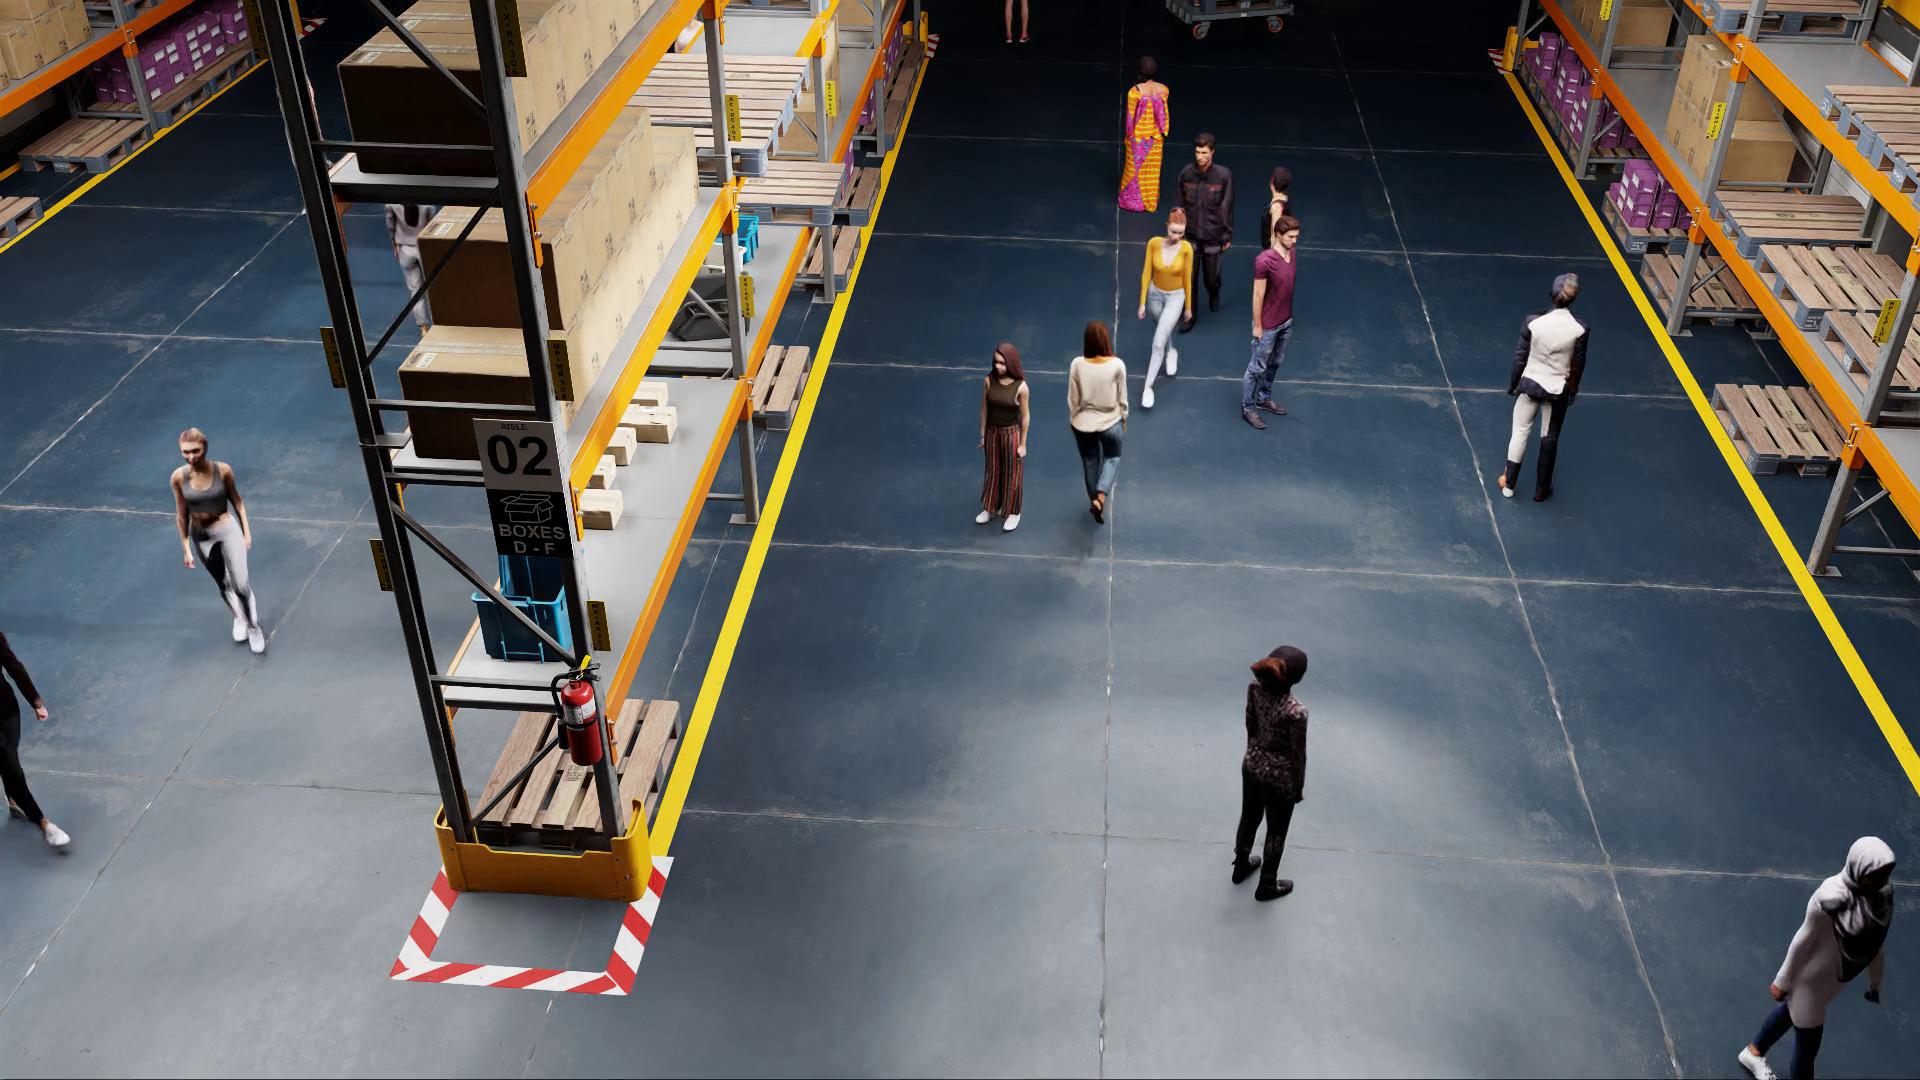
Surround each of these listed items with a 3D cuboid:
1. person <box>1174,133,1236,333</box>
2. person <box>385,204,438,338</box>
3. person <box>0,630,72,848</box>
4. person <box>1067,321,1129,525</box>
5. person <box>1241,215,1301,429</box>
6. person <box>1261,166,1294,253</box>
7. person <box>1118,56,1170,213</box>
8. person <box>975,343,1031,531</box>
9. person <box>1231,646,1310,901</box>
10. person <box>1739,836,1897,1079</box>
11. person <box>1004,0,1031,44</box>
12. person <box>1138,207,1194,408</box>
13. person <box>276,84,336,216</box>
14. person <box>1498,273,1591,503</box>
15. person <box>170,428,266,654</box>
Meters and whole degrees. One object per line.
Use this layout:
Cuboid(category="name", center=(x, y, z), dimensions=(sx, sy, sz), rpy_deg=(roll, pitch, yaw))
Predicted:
Cuboid(category="person", center=(2.277, -2.895, 15.473), dimensions=(0.830, 1.927, 0.929), rpy_deg=(13, 36, 19))
Cuboid(category="person", center=(-4.960, -2.532, 15.201), dimensions=(0.880, 1.623, 1.193), rpy_deg=(-8, 35, -12))
Cuboid(category="person", center=(-5.759, 1.026, 9.798), dimensions=(0.863, 1.678, 0.914), rpy_deg=(14, 36, 20))
Cuboid(category="person", center=(1.028, -0.842, 12.619), dimensions=(0.697, 1.666, 0.849), rpy_deg=(10, 35, 15))
Cuboid(category="person", center=(2.622, -1.871, 14.004), dimensions=(0.800, 1.847, 0.708), rpy_deg=(27, 42, 34))
Cuboid(category="person", center=(2.967, -2.692, 15.534), dimensions=(0.869, 1.521, 0.610), rpy_deg=(5, 34, 7))
Cuboid(category="person", center=(1.979, -4.408, 17.979), dimensions=(0.776, 1.674, 0.811), rpy_deg=(-14, 36, -19))
Cuboid(category="person", center=(0.339, -0.800, 12.651), dimensions=(0.636, 1.562, 0.640), rpy_deg=(17, 37, 24))
Cuboid(category="person", center=(1.746, 1.303, 9.347), dimensions=(0.727, 1.717, 0.656), rpy_deg=(-21, 39, -29))
Cuboid(category="person", center=(4.156, 2.073, 8.154), dimensions=(0.870, 1.756, 1.048), rpy_deg=(-11, 35, -16))
Cuboid(category="person", center=(0.779, -7.828, 22.962), dimensions=(0.651, 1.852, 0.522), rpy_deg=(2, 34, 3))
Cuboid(category="person", center=(1.798, -2.097, 14.468), dimensions=(0.828, 1.710, 1.240), rpy_deg=(12, 36, 18))
Cuboid(category="person", center=(-7.056, -4.440, 17.998), dimensions=(0.655, 1.704, 1.020), rpy_deg=(6, 34, 9))
Cuboid(category="person", center=(4.533, -1.175, 12.917), dimensions=(0.740, 1.892, 0.692), rpy_deg=(12, 35, 17))
Cuboid(category="person", center=(-5.087, -0.047, 11.406), dimensions=(0.709, 1.685, 0.797), rpy_deg=(-8, 35, -12))
